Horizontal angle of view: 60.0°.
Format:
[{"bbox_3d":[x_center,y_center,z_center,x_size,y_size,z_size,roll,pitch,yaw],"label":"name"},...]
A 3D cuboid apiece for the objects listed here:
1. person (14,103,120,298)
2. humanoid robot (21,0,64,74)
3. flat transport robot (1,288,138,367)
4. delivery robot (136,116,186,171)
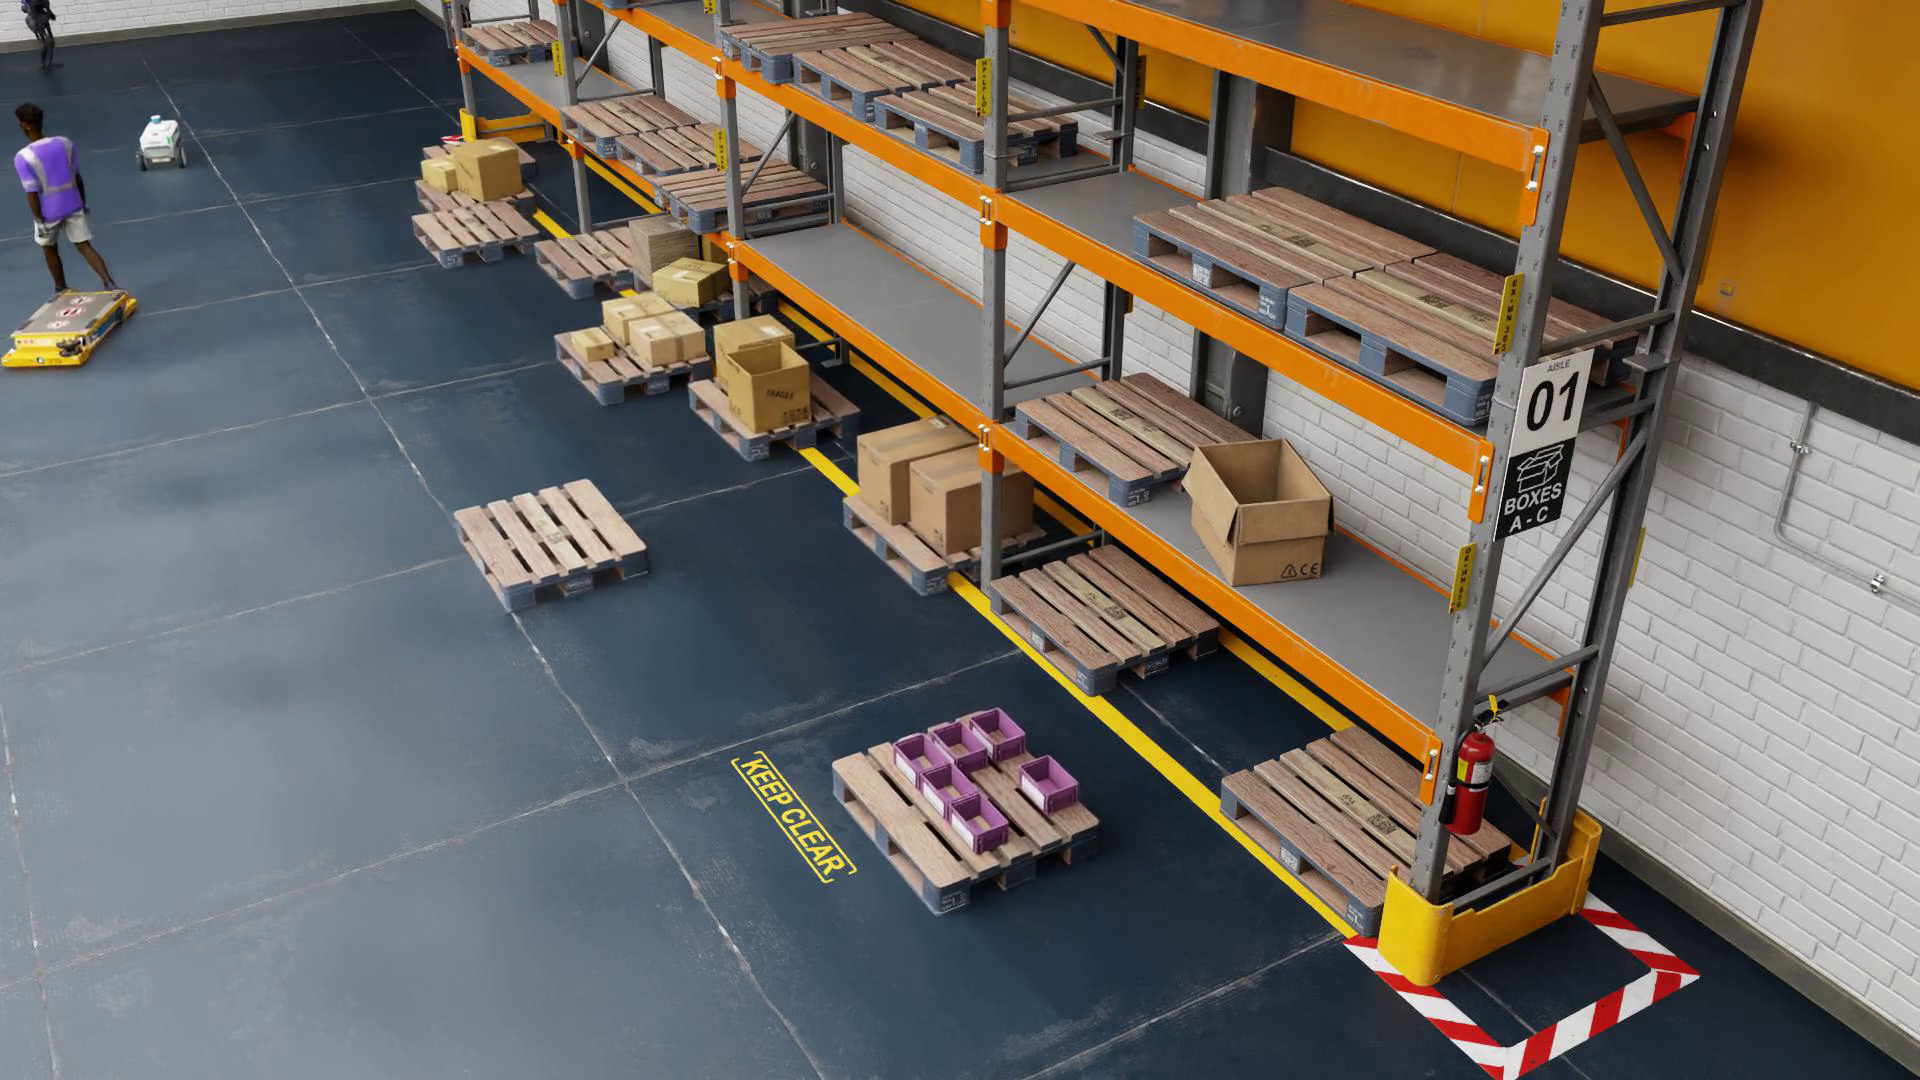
[{"bbox_3d":[-8.279,-3.066,15.368,0.877,1.931,0.618,17,34,27],"label":"person"},{"bbox_3d":[-12.875,-7.352,23.191,0.430,1.628,0.614,0,30,0],"label":"humanoid robot"},{"bbox_3d":[-8.038,-1.931,15.040,0.659,0.231,1.431,-2,30,-4],"label":"flat transport robot"},{"bbox_3d":[-9.430,-4.704,19.635,0.499,0.583,0.767,-8,30,-13],"label":"delivery robot"}]
